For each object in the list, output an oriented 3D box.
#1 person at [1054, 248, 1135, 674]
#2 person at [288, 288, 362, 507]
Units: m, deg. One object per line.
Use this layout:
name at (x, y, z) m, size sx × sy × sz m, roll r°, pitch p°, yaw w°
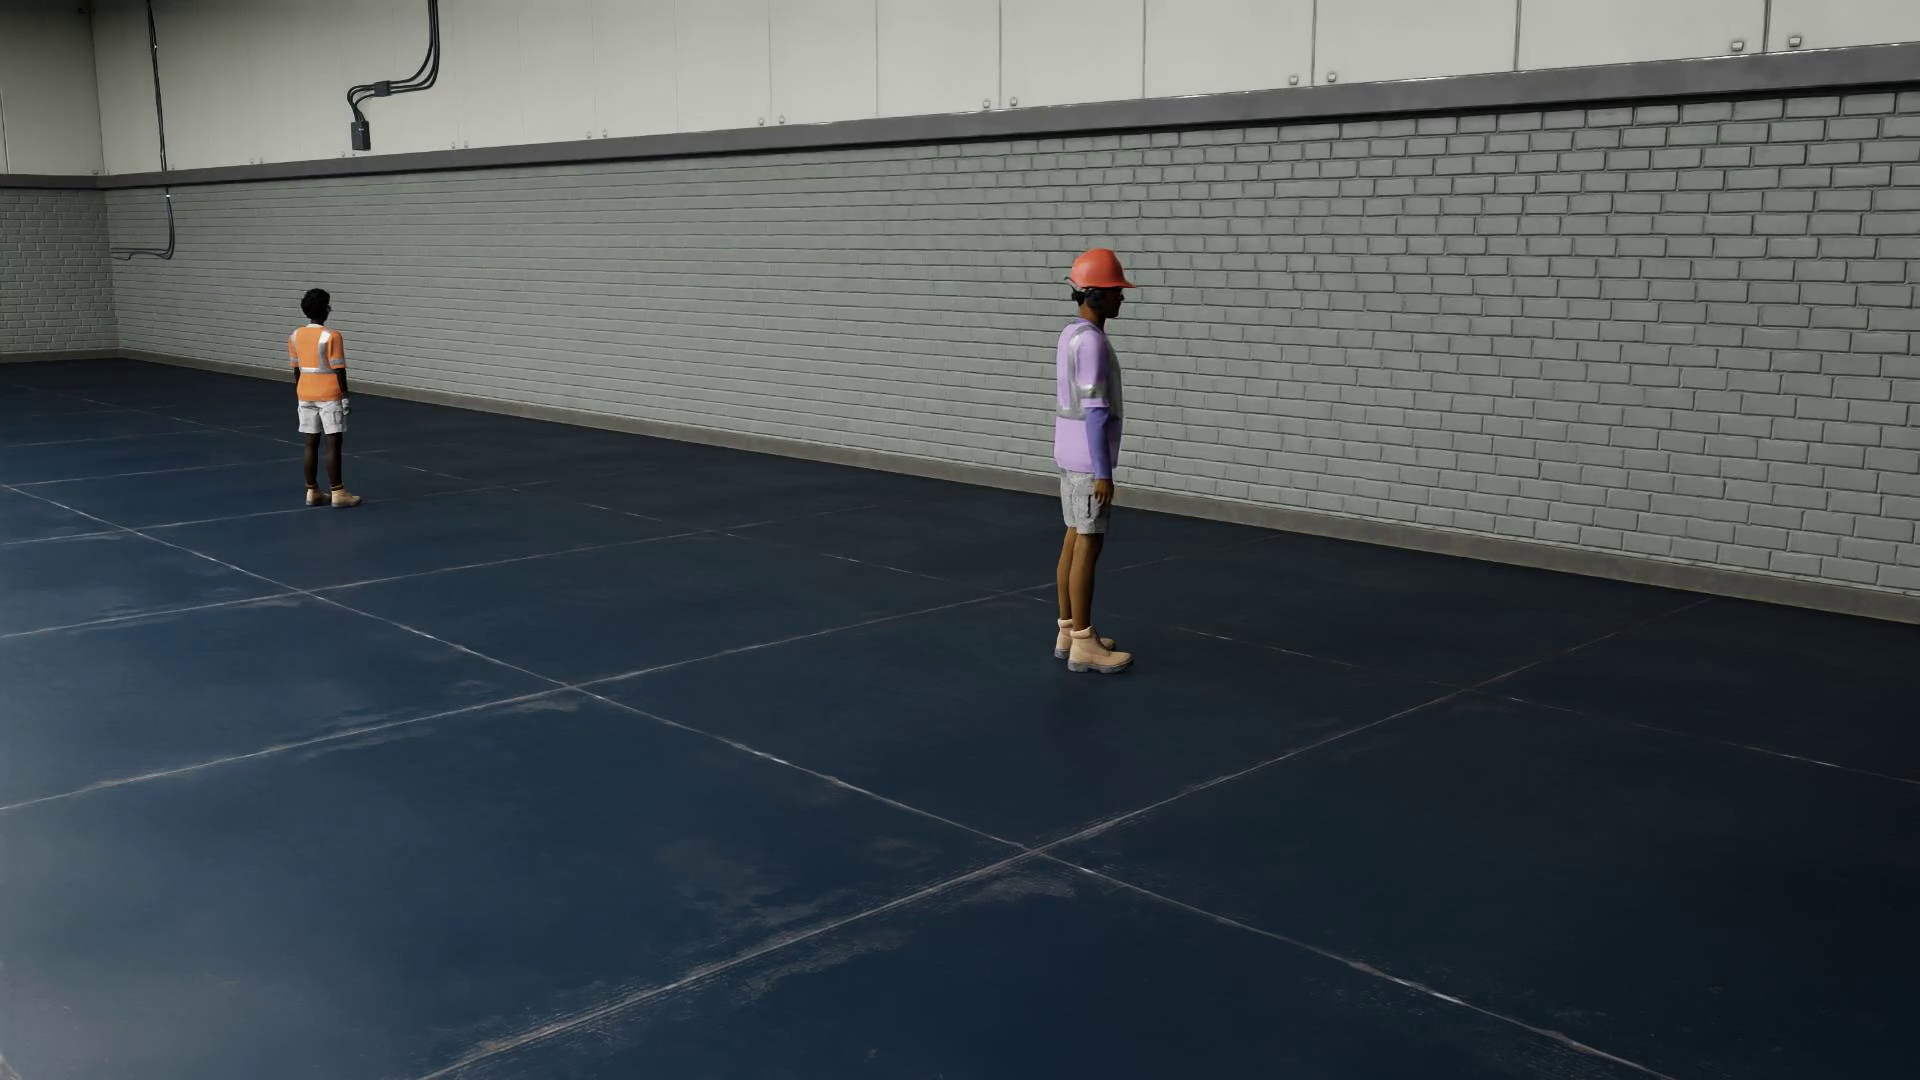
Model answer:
person at (0.654, -0.393, 8.160) m, size 0.377 × 2.045 × 0.605 m, roll -1°, pitch 10°, yaw -8°
person at (-4.981, -1.111, 13.015) m, size 0.540 × 1.700 × 0.316 m, roll 5°, pitch 11°, yaw 24°
